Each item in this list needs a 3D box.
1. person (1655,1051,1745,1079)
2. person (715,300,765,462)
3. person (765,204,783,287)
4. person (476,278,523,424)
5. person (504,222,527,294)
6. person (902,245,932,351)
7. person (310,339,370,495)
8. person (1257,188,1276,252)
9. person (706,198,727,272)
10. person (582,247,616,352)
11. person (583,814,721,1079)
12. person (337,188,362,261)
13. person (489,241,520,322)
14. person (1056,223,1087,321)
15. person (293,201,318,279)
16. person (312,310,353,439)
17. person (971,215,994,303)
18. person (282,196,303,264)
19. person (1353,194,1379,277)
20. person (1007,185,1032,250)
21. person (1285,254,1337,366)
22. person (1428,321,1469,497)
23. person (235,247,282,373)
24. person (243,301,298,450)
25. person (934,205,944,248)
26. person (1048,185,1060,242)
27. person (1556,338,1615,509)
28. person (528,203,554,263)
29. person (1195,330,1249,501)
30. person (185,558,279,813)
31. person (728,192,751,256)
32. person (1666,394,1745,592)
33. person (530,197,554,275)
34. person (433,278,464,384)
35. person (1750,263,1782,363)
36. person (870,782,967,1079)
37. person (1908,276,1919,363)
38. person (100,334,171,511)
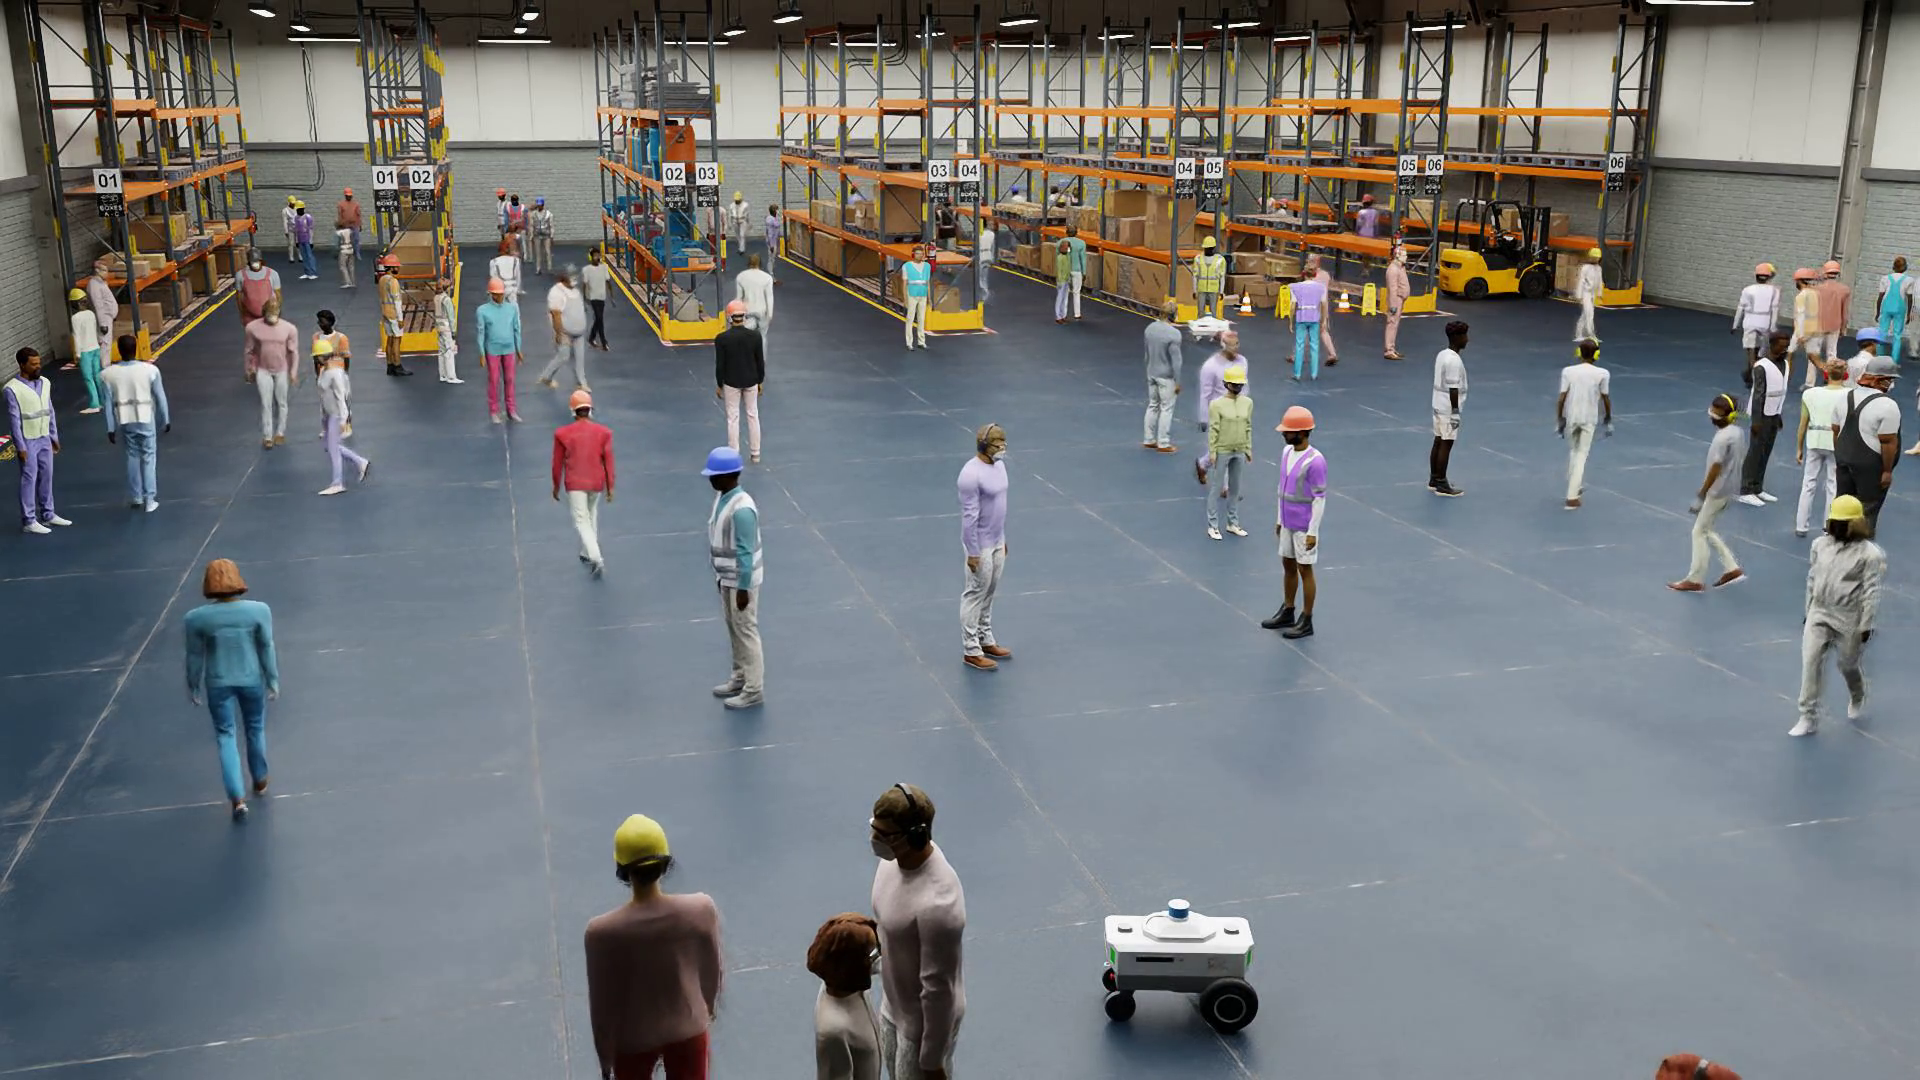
[{"bbox_3d":[1.959,2.284,4.656,0.392,1.883,0.583,8,17,26],"label":"person"},{"bbox_3d":[-2.675,-1.916,20.235,0.611,1.995,0.376,-7,16,-23],"label":"person"},{"bbox_3d":[-4.418,-6.995,39.452,0.371,1.941,0.627,2,15,6],"label":"person"},{"bbox_3d":[-6.291,-2.591,22.780,0.623,1.990,0.401,-11,18,-35],"label":"person"},{"bbox_3d":[-10.132,-6.406,37.826,0.513,1.632,0.309,7,17,26],"label":"person"},{"bbox_3d":[-0.766,-4.284,29.426,0.565,1.848,0.390,-9,17,-31],"label":"person"},{"bbox_3d":[-7.023,-1.402,18.757,0.582,1.743,0.536,-12,19,-38],"label":"person"},{"bbox_3d":[8.785,-9.198,47.791,0.390,1.922,0.588,-14,20,-43],"label":"person"},{"bbox_3d":[-6.261,-7.884,42.693,0.613,1.994,0.382,7,16,23],"label":"person"},{"bbox_3d":[-6.422,-4.270,29.423,0.523,1.829,0.954,-14,20,-41],"label":"person"},{"bbox_3d":[-1.187,1.877,6.503,0.531,1.715,0.926,-5,16,-17],"label":"person"},{"bbox_3d":[-16.685,-8.633,45.534,0.612,1.986,0.405,-8,17,-28],"label":"person"},{"bbox_3d":[-8.319,-4.562,30.530,0.564,1.841,1.042,-7,16,-23],"label":"person"},{"bbox_3d":[2.228,-5.346,33.251,0.630,1.940,0.372,4,16,16],"label":"person"},{"bbox_3d":[-16.162,-7.385,40.963,0.584,1.919,0.391,8,17,29],"label":"person"},{"bbox_3d":[-8.203,-2.165,21.743,0.537,1.695,0.321,4,15,14],"label":"person"},{"bbox_3d":[0.494,-6.054,35.982,0.604,1.903,0.558,-10,18,-34],"label":"person"},{"bbox_3d":[-17.929,-8.352,44.795,0.408,1.825,0.597,9,17,31],"label":"person"},{"bbox_3d":[10.109,-7.613,41.602,0.610,2.021,0.677,-7,17,-26],"label":"person"},{"bbox_3d":[1.795,-9.424,48.714,0.844,1.899,0.632,13,20,41],"label":"person"},{"bbox_3d":[5.927,-3.834,27.719,0.643,1.863,0.981,-10,18,-32],"label":"person"},{"bbox_3d":[5.487,-1.482,18.655,0.367,1.967,0.602,0,15,1],"label":"person"},{"bbox_3d":[-11.361,-3.736,26.994,0.687,2.000,0.535,-5,16,-19],"label":"person"},{"bbox_3d":[-8.724,-2.083,21.094,0.694,1.882,0.920,-6,16,-20],"label":"person"},{"bbox_3d":[-0.550,-8.014,43.893,0.280,1.624,0.494,-3,15,-9],"label":"person"},{"bbox_3d":[2.846,-9.681,49.775,0.640,1.828,0.431,-11,18,-36],"label":"person"},{"bbox_3d":[6.865,-1.292,18.204,0.536,1.834,0.908,13,20,40],"label":"person"},{"bbox_3d":[-11.467,-8.346,45.193,0.514,1.587,0.887,6,16,22],"label":"person"},{"bbox_3d":[2.924,-1.423,18.589,0.650,1.885,0.769,-11,19,-36],"label":"person"},{"bbox_3d":[-4.527,0.899,10.378,0.513,1.613,0.680,-7,16,-23],"label":"person"},{"bbox_3d":[-6.257,-8.918,46.990,0.624,1.779,0.939,3,15,10],"label":"person"},{"bbox_3d":[6.721,-0.414,14.867,0.528,1.844,0.547,9,17,29],"label":"person"},{"bbox_3d":[-10.525,-7.648,41.896,0.605,1.948,0.391,-1,15,-2],"label":"person"},{"bbox_3d":[-8.028,-3.264,25.992,0.307,1.637,0.525,-13,20,-41],"label":"person"},{"bbox_3d":[13.095,-3.625,27.114,0.546,1.749,0.508,1,15,5],"label":"person"},{"bbox_3d":[-0.167,1.817,6.316,0.374,1.933,0.625,-5,16,-17],"label":"person"},{"bbox_3d":[16.243,-3.829,27.819,0.600,1.792,0.705,-3,15,-12],"label":"person"},{"bbox_3d":[-8.903,-1.282,18.045,0.588,1.897,0.679,-3,15,-12],"label":"person"}]
